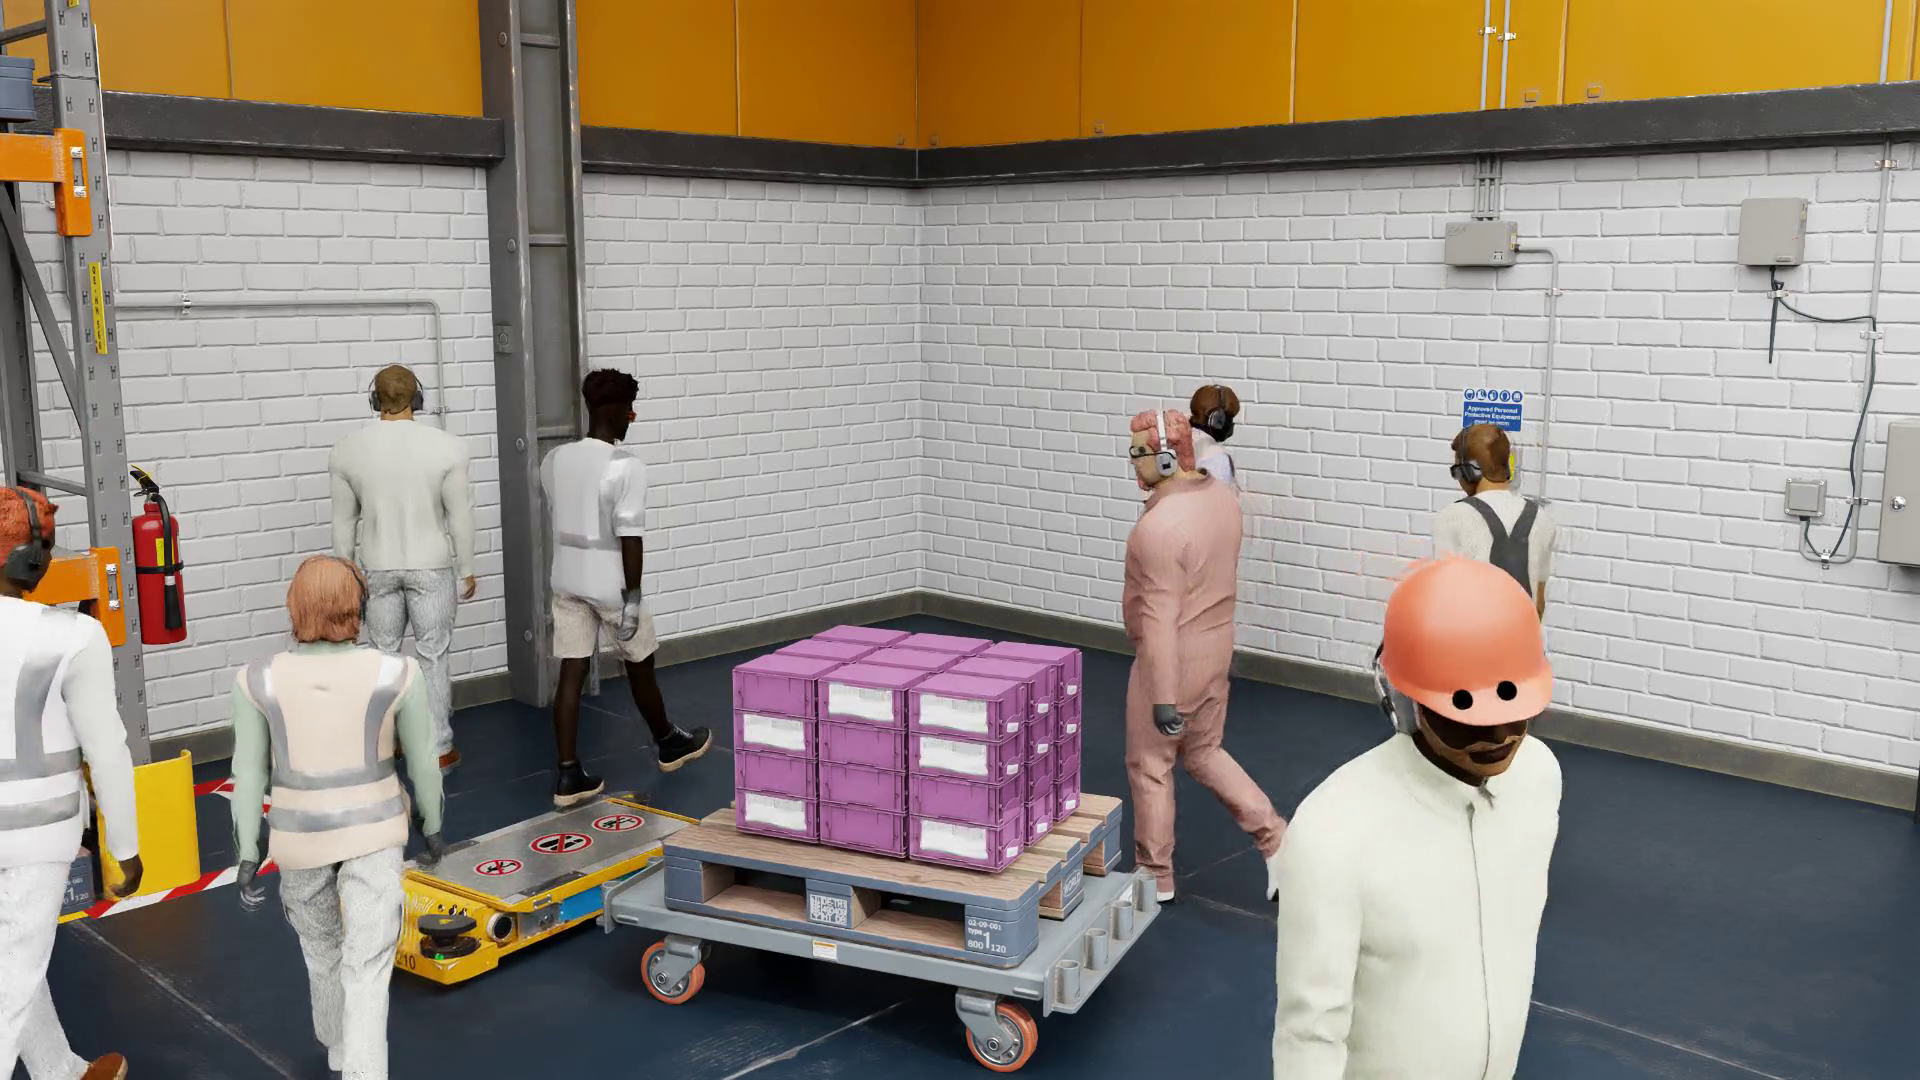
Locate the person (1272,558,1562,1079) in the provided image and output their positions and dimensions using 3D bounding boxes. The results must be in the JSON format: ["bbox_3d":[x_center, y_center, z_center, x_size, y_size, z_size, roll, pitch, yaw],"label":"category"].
[{"bbox_3d":[0.749,0.967,2.709,0.619,1.932,0.898,-5,10,-26],"label":"person"}]

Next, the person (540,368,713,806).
[{"bbox_3d":[-1.540,0.182,7.541,0.609,1.916,0.916,5,10,26],"label":"person"}]

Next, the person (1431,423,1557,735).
[{"bbox_3d":[1.926,0.463,6.241,0.529,1.784,0.903,-2,9,-10],"label":"person"}]

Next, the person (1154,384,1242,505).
[{"bbox_3d":[1.152,0.122,8.317,0.459,1.812,0.750,-2,10,-13],"label":"person"}]

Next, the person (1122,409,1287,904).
[{"bbox_3d":[0.857,0.459,6.008,0.707,1.879,0.671,7,12,37],"label":"person"}]

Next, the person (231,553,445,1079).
[{"bbox_3d":[-1.697,0.835,4.563,0.536,1.594,0.872,-2,9,-11],"label":"person"}]

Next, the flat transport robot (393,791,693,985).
[{"bbox_3d":[-1.527,1.236,6.146,0.652,0.197,1.431,6,11,34],"label":"flat transport robot"}]

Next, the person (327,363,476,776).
[{"bbox_3d":[-2.582,0.147,7.742,0.642,1.937,0.391,-1,9,-4],"label":"person"}]

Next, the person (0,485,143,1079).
[{"bbox_3d":[-2.425,0.776,4.207,0.586,1.844,1.001,0,9,-1],"label":"person"}]
